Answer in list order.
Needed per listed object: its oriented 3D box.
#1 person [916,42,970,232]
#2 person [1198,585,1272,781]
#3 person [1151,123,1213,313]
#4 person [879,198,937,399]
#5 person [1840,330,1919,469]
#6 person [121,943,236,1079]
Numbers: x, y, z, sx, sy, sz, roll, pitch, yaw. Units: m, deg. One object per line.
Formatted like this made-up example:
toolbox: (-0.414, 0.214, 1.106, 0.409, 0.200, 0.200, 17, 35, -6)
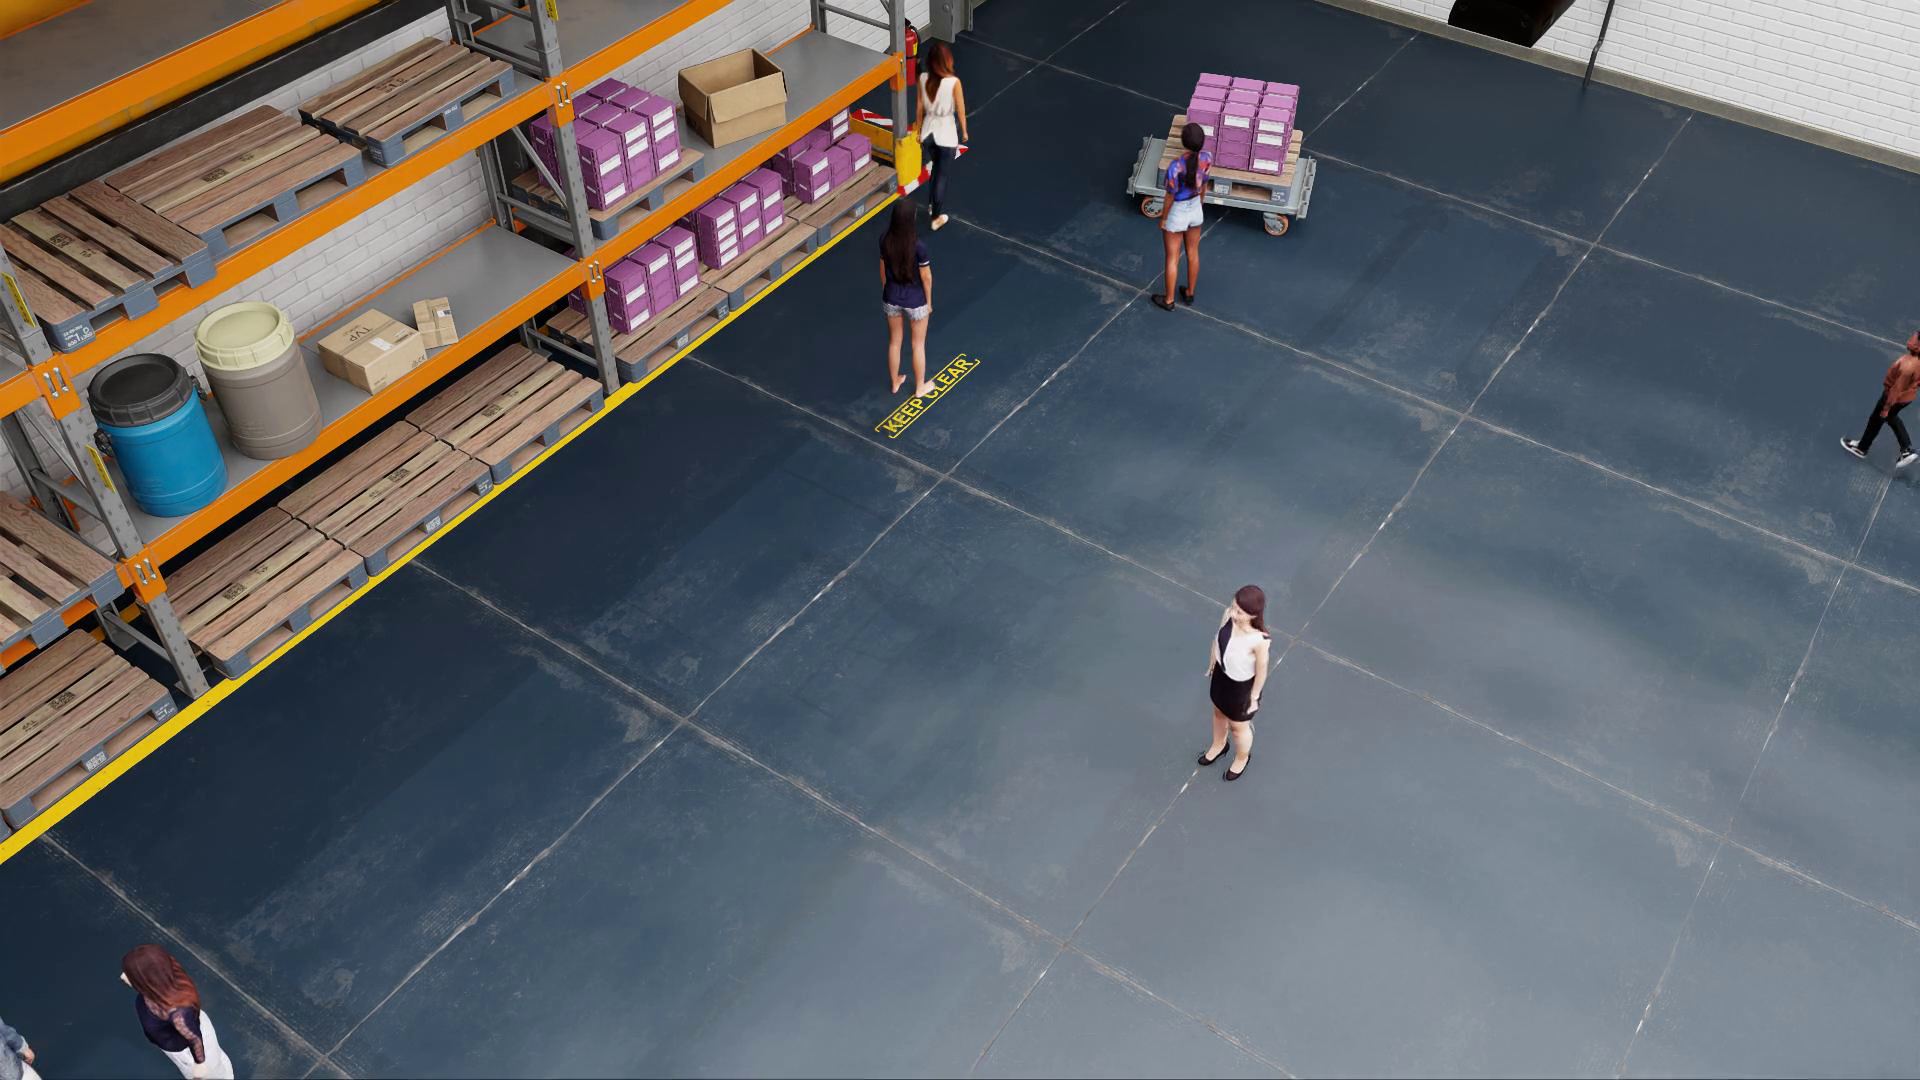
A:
person: (-0.225, -3.527, 14.745, 0.592, 1.774, 0.613, 23, 48, 22)
person: (1.708, 0.875, 10.216, 0.652, 1.648, 0.637, -24, 48, -23)
person: (1.872, -2.703, 13.896, 0.605, 1.751, 0.724, -20, 47, -19)
person: (-0.427, -1.882, 13.024, 0.617, 1.765, 0.588, 16, 46, 16)
person: (7.125, -1.059, 12.537, 0.781, 1.246, 0.733, -27, 50, -26)
person: (-3.949, 2.553, 8.483, 0.649, 1.608, 0.664, -26, 49, -25)
